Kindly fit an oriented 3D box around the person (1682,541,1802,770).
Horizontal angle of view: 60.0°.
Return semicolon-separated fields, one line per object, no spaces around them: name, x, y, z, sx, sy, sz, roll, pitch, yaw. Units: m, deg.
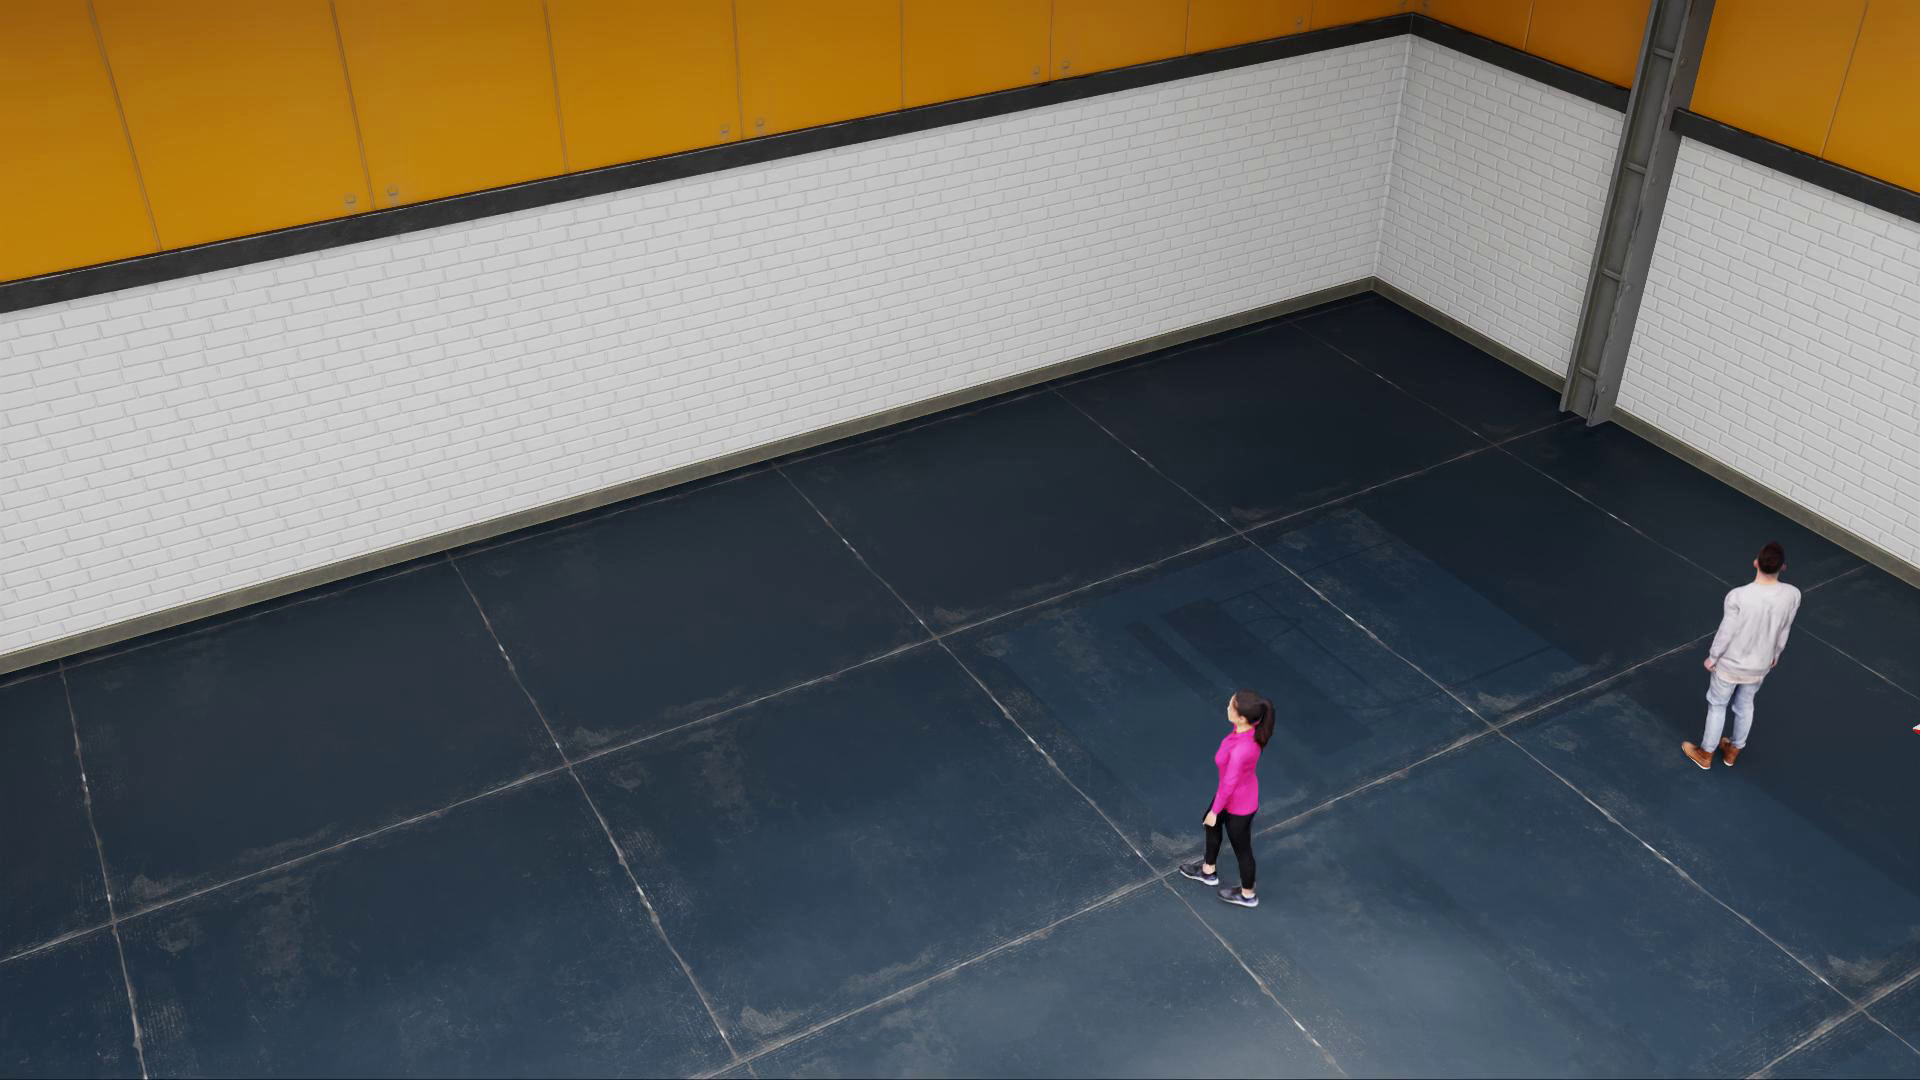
person;5.360;0.800;11.361;0.761;1.840;0.737;-2;34;-4

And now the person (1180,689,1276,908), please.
person;1.804;1.626;10.257;0.904;1.686;0.837;11;35;15
